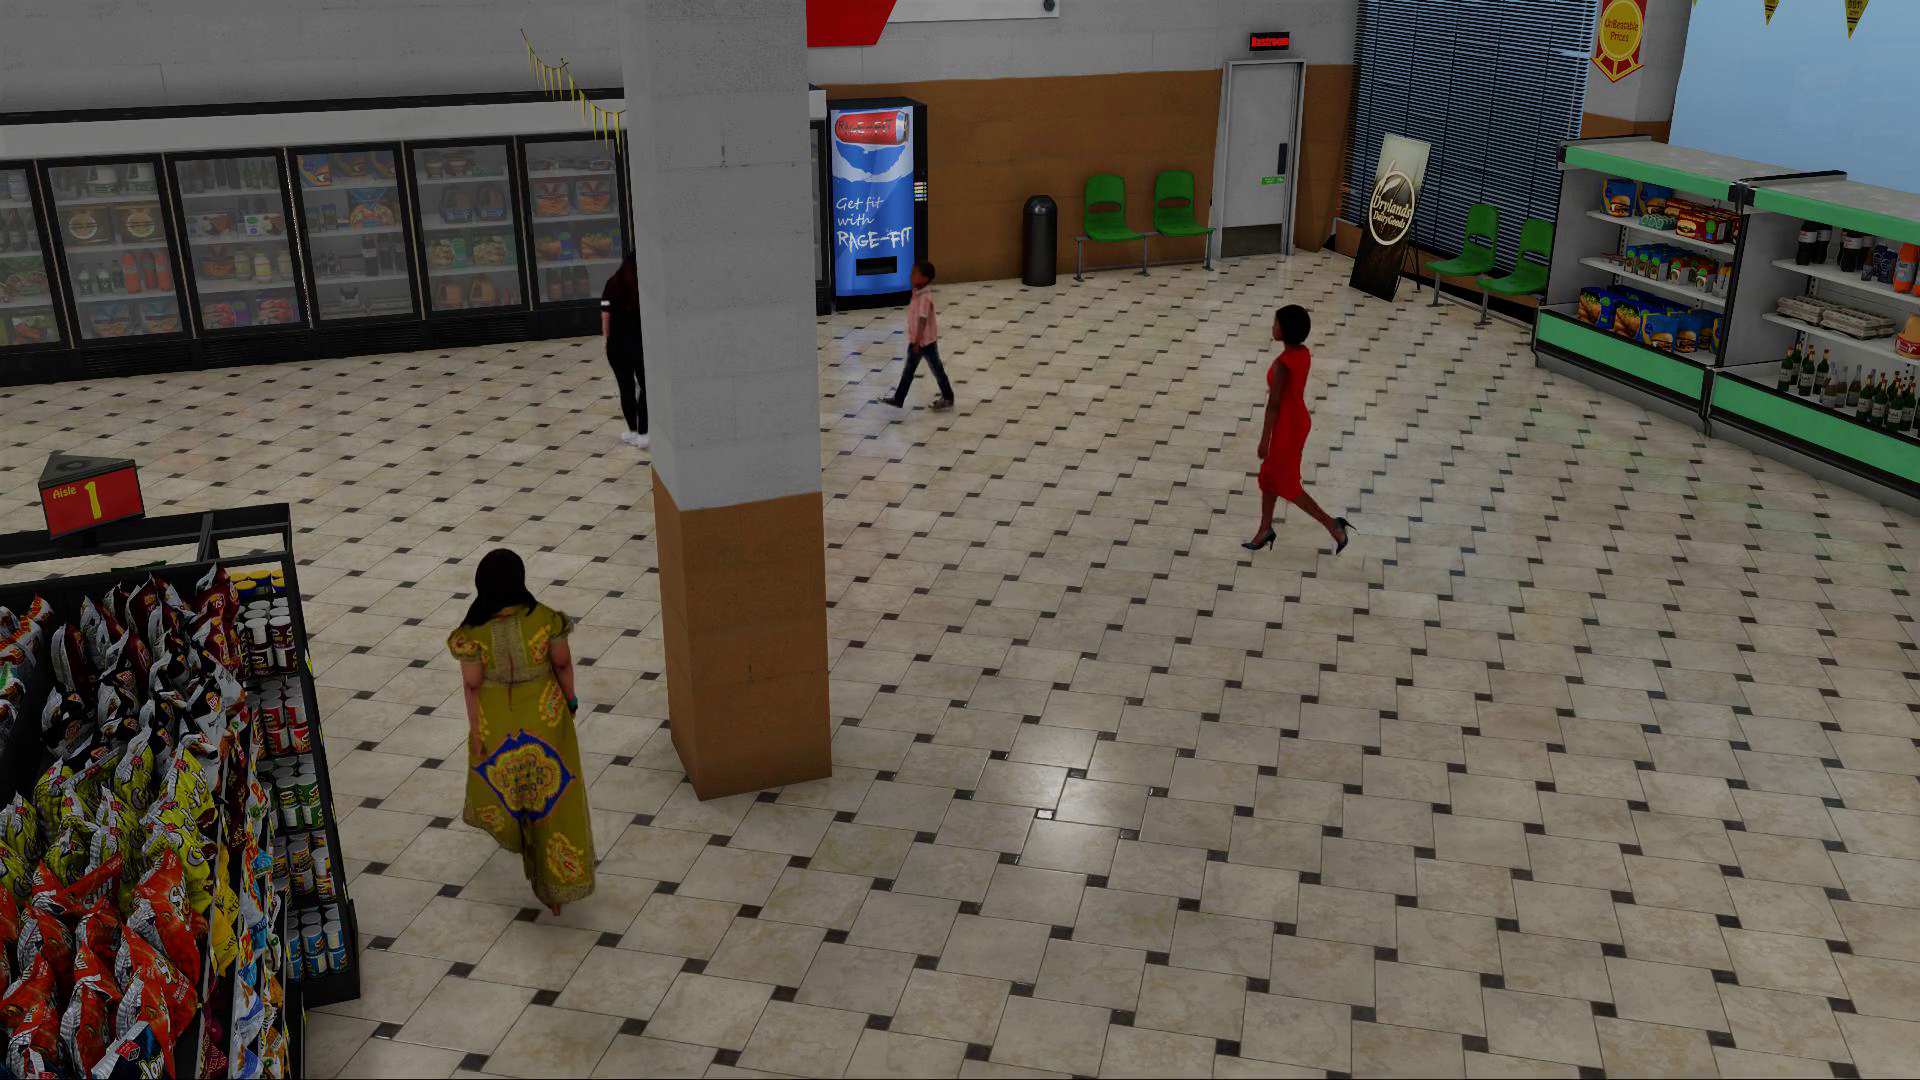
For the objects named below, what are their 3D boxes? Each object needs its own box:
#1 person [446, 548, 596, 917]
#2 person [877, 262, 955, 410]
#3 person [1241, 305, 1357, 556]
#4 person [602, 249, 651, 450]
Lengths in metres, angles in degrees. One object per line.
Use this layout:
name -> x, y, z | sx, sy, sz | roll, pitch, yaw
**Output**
person -> -1.901, 0.875, 7.270 | 0.746, 1.598, 1.219 | -7, 23, -16
person -> -0.245, -1.704, 14.123 | 0.635, 1.274, 0.839 | -5, 22, -13
person -> 2.235, -0.659, 10.925 | 1.038, 1.719, 0.984 | 10, 24, 23
person -> -2.645, -1.523, 13.222 | 0.792, 1.609, 0.816 | -1, 22, -2
